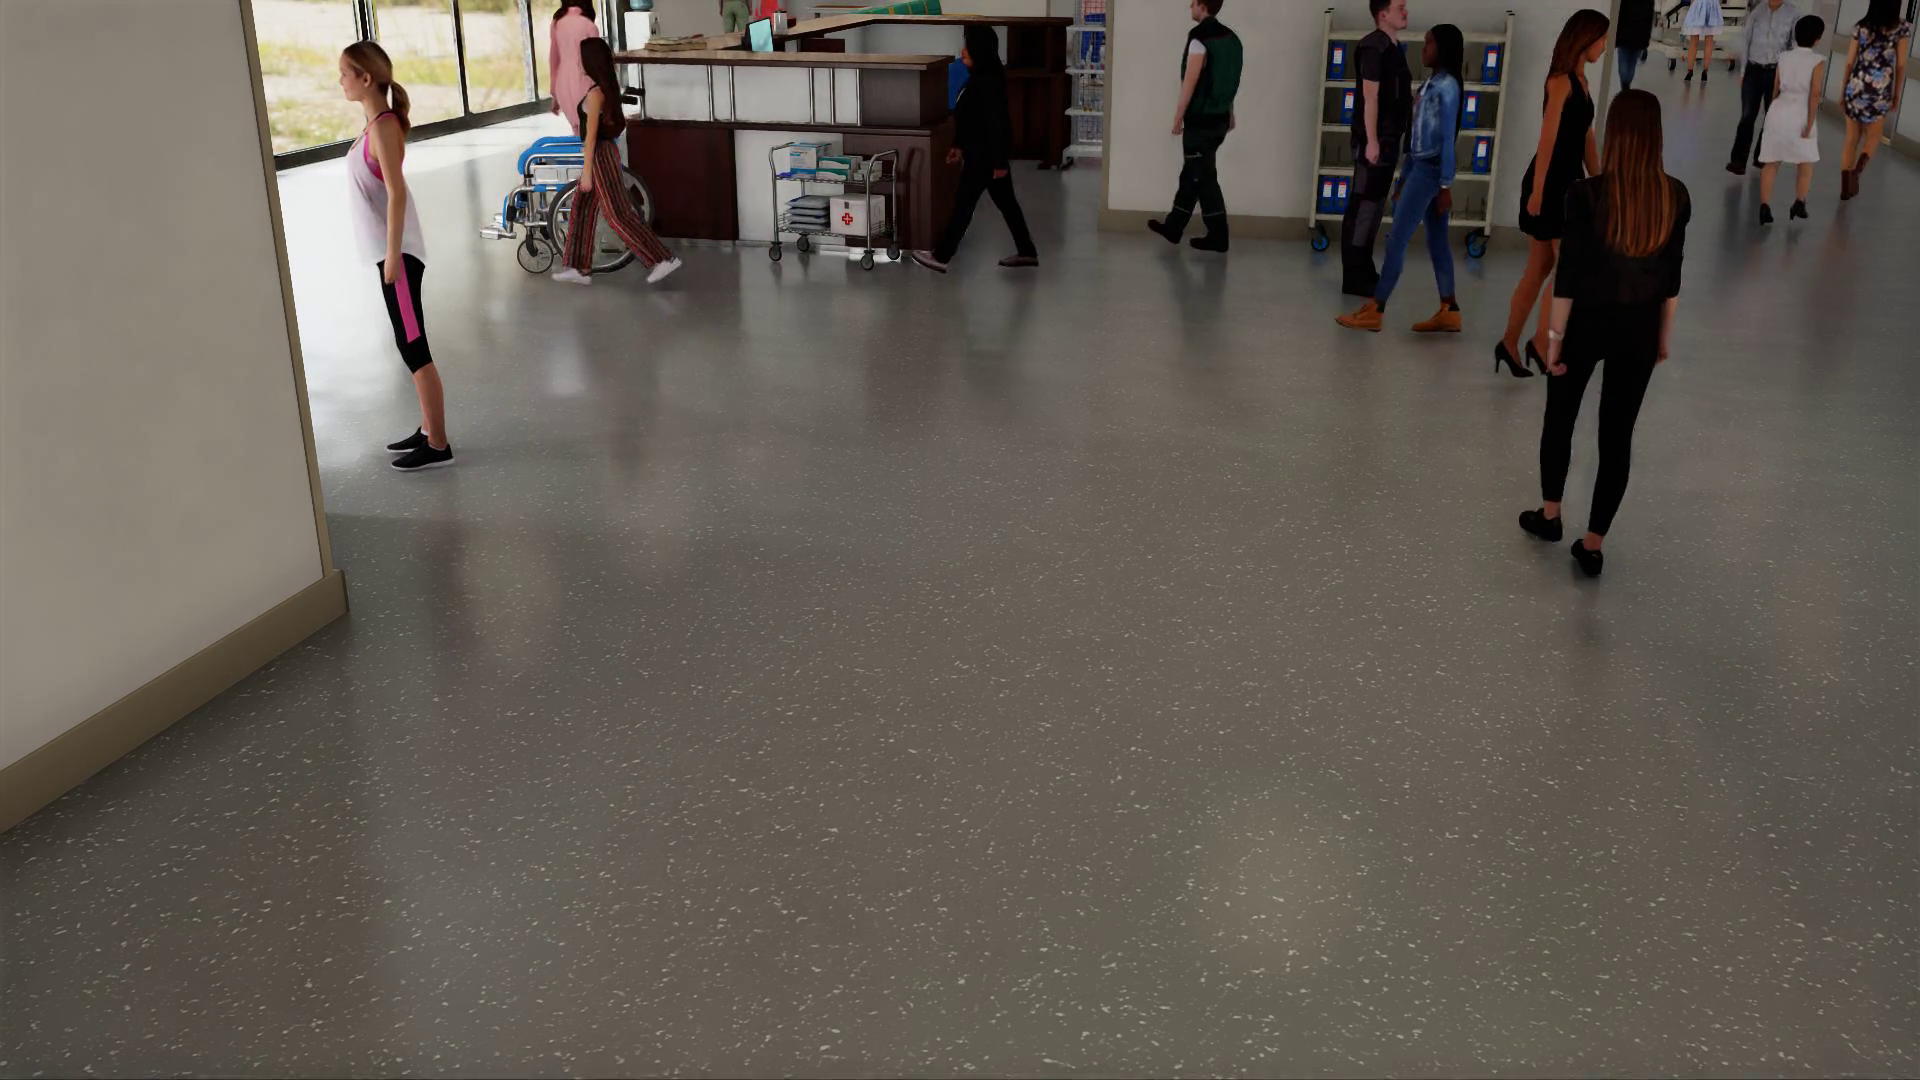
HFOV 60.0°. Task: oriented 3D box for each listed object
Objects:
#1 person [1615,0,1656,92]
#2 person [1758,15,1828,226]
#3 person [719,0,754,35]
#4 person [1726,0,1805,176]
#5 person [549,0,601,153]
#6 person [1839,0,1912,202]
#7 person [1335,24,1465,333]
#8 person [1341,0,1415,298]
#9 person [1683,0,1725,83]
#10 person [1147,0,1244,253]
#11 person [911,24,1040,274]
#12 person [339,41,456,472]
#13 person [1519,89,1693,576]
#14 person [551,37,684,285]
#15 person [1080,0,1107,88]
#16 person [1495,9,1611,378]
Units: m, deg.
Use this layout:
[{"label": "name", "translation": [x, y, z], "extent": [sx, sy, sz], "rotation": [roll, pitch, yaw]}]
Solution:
[{"label": "person", "translation": [8.308, -6.210, 20.548], "extent": [0.946, 1.612, 0.713], "rotation": [4, 21, 10]}, {"label": "person", "translation": [6.247, -3.149, 12.576], "extent": [0.804, 1.536, 0.785], "rotation": [-19, 28, -41]}, {"label": "person", "translation": [-3.268, -7.723, 24.167], "extent": [0.590, 1.880, 0.761], "rotation": [2, 21, 6]}, {"label": "person", "translation": [7.301, -4.186, 14.993], "extent": [1.183, 1.762, 0.990], "rotation": [13, 24, 30]}, {"label": "person", "translation": [-2.988, -3.386, 12.845], "extent": [0.572, 1.787, 0.732], "rotation": [8, 22, 20]}, {"label": "person", "translation": [7.395, -3.625, 13.570], "extent": [0.789, 1.721, 0.802], "rotation": [14, 25, 32]}, {"label": "person", "translation": [2.701, -1.963, 9.221], "extent": [0.999, 1.694, 0.749], "rotation": [2, 21, 5]}, {"label": "person", "translation": [2.593, -2.481, 10.377], "extent": [0.678, 1.844, 0.771], "rotation": [11, 23, 27]}, {"label": "person", "translation": [10.474, -7.399, 23.404], "extent": [0.638, 1.815, 0.740], "rotation": [6, 22, 15]}, {"label": "person", "translation": [1.742, -2.896, 11.508], "extent": [1.056, 1.818, 0.881], "rotation": [16, 26, 35]}, {"label": "person", "translation": [0.256, -2.493, 10.806], "extent": [1.194, 1.563, 0.920], "rotation": [-2, 21, -5]}, {"label": "person", "translation": [-2.367, -1.182, 7.030], "extent": [0.711, 1.786, 0.693], "rotation": [-7, 22, -18]}, {"label": "person", "translation": [2.314, -0.691, 5.862], "extent": [0.714, 1.694, 0.728], "rotation": [3, 21, 9]}, {"label": "person", "translation": [-2.159, -2.335, 10.437], "extent": [1.131, 1.529, 0.771], "rotation": [-1, 21, -3]}, {"label": "person", "translation": [1.809, -7.112, 22.709], "extent": [0.710, 1.769, 0.770], "rotation": [-11, 24, -27]}, {"label": "person", "translation": [2.899, -1.715, 8.407], "extent": [0.733, 1.807, 0.685], "rotation": [12, 24, 29]}]
